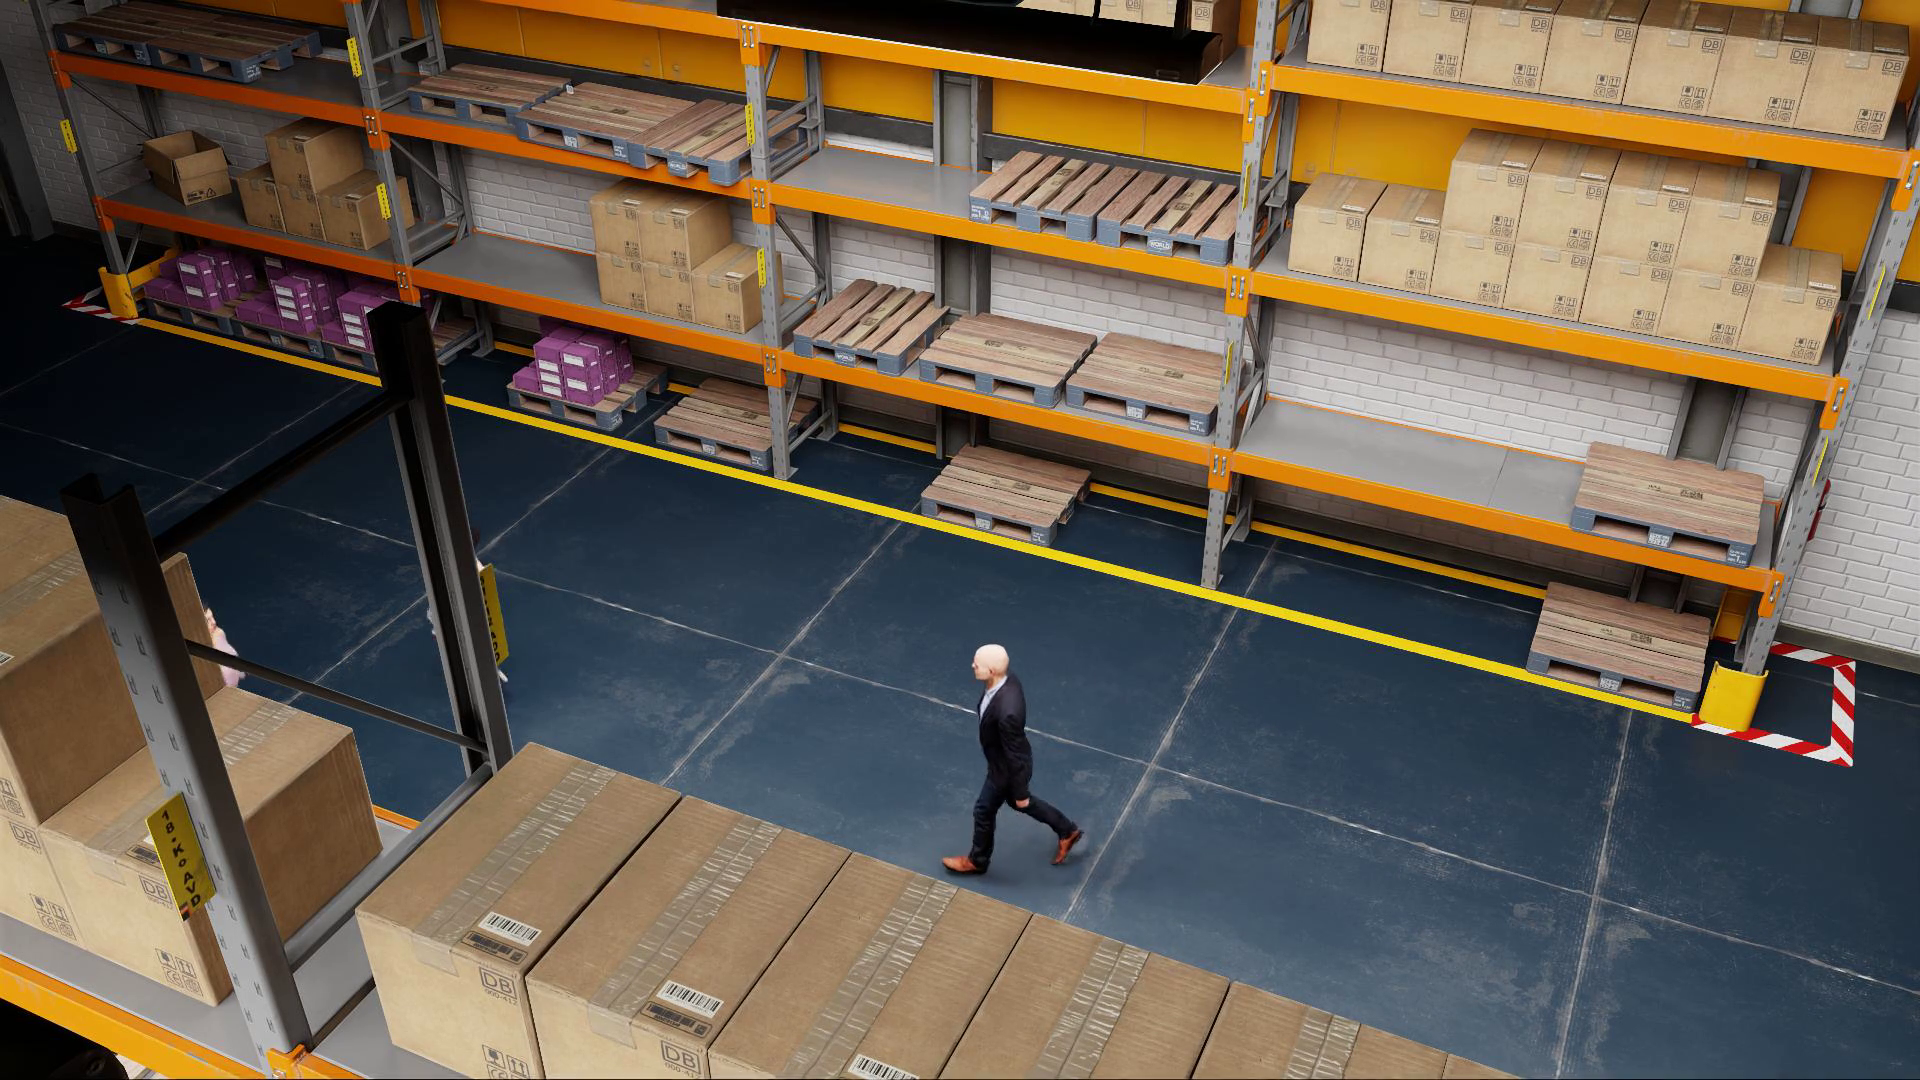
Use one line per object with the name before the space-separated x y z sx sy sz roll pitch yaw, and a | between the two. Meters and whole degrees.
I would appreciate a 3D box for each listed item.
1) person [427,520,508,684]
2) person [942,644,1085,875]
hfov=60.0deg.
person | -3.454 0.414 11.867 0.789 1.764 0.734 5 34 8
person | 0.384 1.402 10.384 1.301 1.760 1.099 -3 34 -4
